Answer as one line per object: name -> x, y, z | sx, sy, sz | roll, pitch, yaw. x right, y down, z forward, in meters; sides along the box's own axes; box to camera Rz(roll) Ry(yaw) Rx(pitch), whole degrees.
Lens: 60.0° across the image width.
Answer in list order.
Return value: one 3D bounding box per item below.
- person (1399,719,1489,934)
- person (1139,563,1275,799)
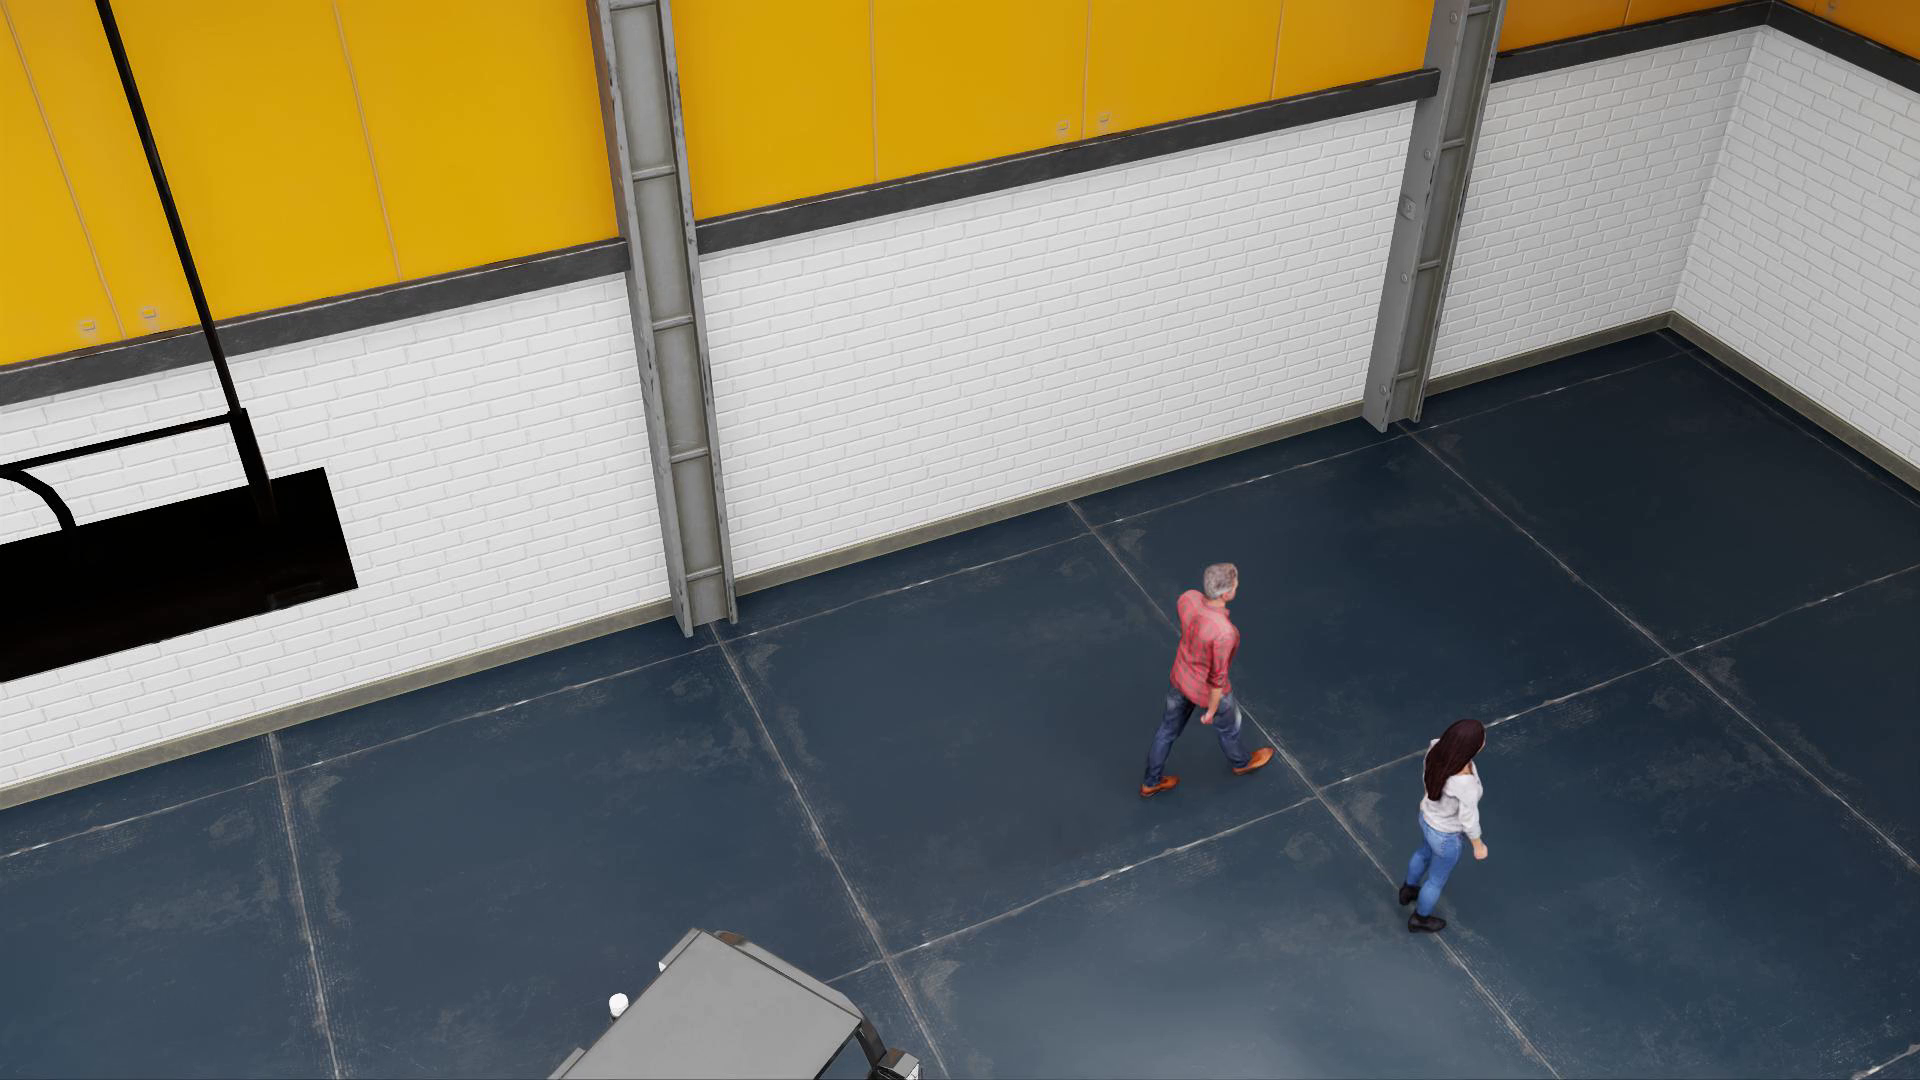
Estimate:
person -> 2.677, 1.629, 9.321 | 0.643, 1.624, 0.671 | -8, 39, -9
person -> 1.379, 0.902, 10.098 | 1.142, 1.790, 0.743 | -19, 43, -23
